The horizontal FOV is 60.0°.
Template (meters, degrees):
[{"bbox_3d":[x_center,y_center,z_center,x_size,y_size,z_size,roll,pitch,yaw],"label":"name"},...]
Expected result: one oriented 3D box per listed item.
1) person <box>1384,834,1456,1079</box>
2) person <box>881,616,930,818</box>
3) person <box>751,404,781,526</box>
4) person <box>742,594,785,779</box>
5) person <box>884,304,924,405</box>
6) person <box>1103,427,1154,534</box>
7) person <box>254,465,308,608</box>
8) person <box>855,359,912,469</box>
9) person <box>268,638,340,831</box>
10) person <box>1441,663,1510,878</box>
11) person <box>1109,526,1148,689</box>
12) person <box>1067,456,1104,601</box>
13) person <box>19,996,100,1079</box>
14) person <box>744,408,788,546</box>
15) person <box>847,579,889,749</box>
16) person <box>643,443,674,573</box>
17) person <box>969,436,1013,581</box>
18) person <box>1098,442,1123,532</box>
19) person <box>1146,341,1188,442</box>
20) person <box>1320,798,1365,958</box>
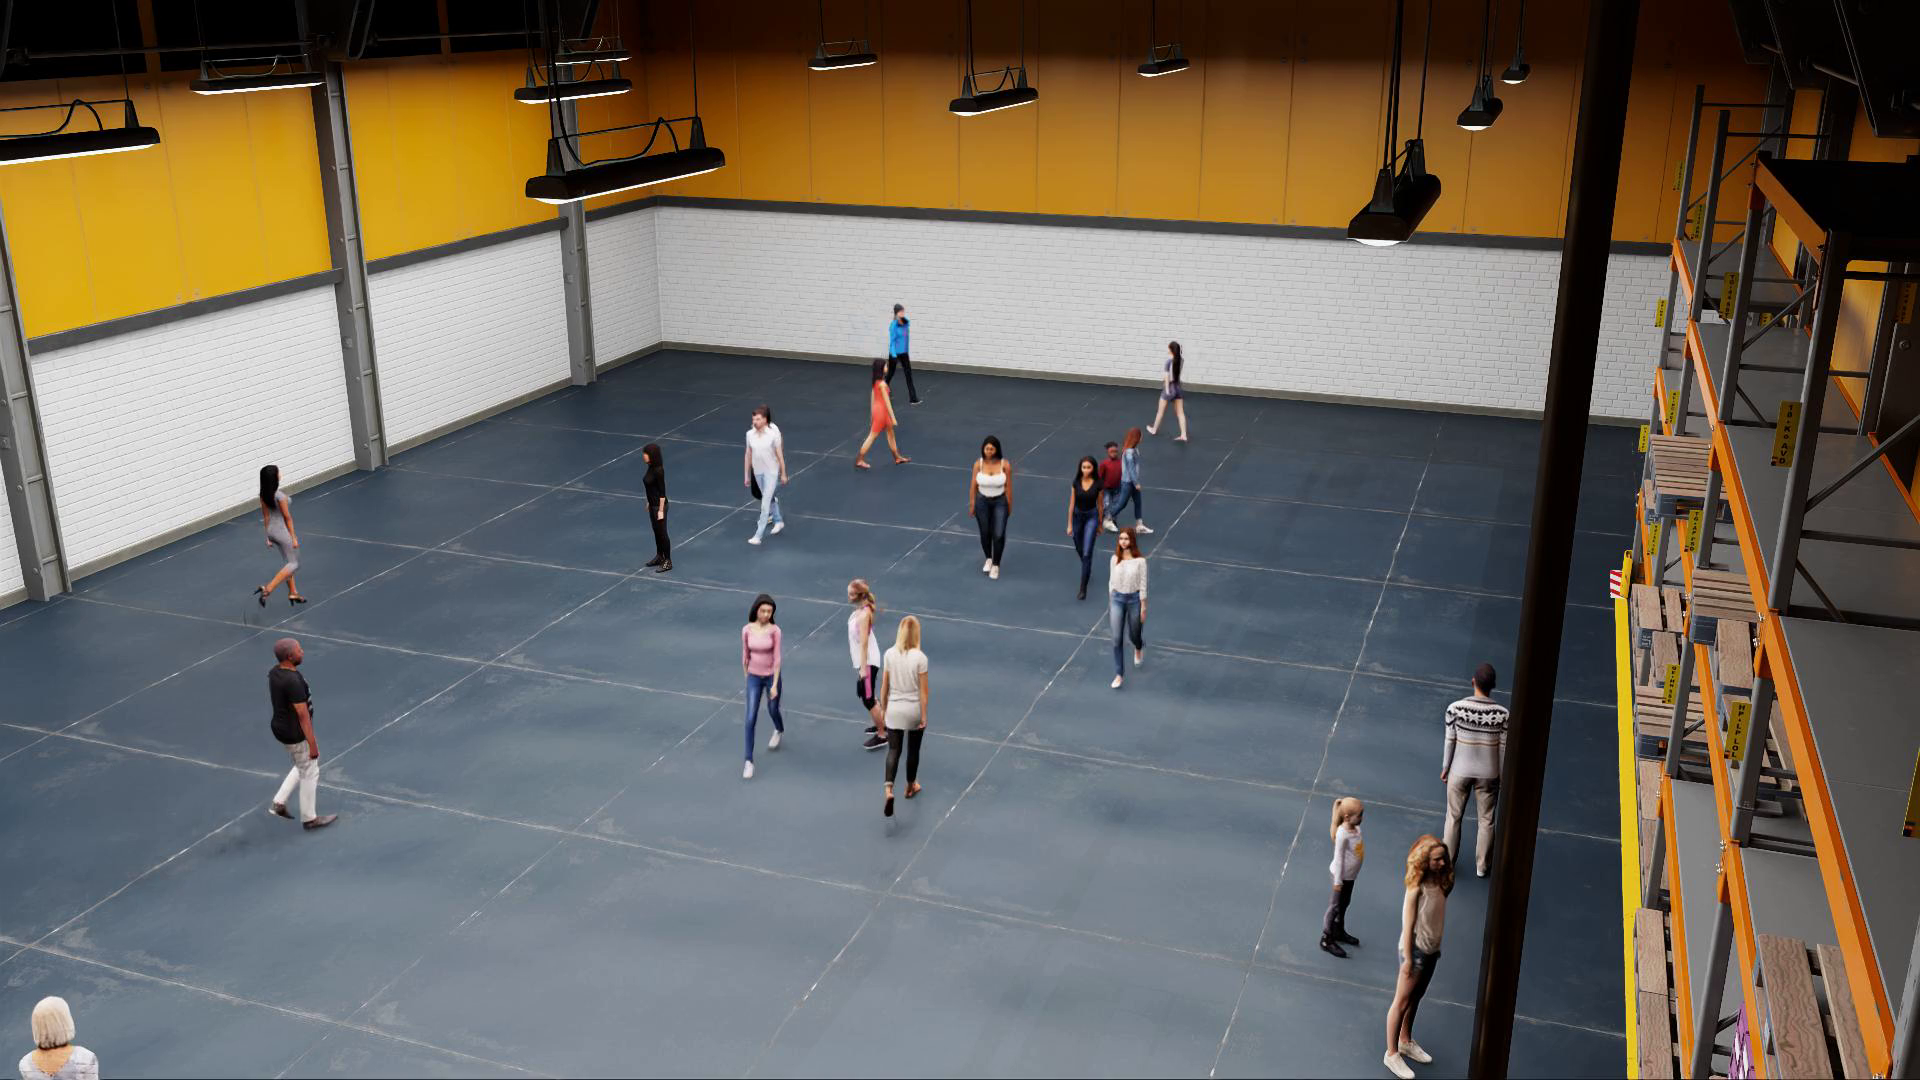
[{"bbox_3d":[3.086,2.778,11.240,0.576,1.759,0.696,-17,25,-41],"label":"person"},{"bbox_3d":[-0.498,1.581,14.729,0.677,1.801,1.096,4,19,12],"label":"person"},{"bbox_3d":[-2.642,-1.054,22.753,0.798,1.674,0.845,15,24,38],"label":"person"},{"bbox_3d":[-1.803,1.307,15.701,0.727,1.700,1.177,3,19,10],"label":"person"},{"bbox_3d":[-1.143,-3.233,29.123,1.226,1.737,1.062,-16,25,-40],"label":"person"},{"bbox_3d":[2.206,-0.783,22.288,0.607,1.458,0.846,7,20,19],"label":"person"},{"bbox_3d":[-8.000,0.013,19.446,0.736,1.762,0.973,12,22,32],"label":"person"},{"bbox_3d":[-1.278,-1.854,25.130,1.126,1.673,1.134,-6,20,-19],"label":"person"},{"bbox_3d":[-5.817,1.710,14.362,0.919,1.790,0.843,-17,25,-41],"label":"person"},{"bbox_3d":[4.237,1.898,13.694,0.702,1.861,0.599,4,19,13],"label":"person"},{"bbox_3d":[1.791,0.673,17.568,0.576,1.710,0.970,7,20,21],"label":"person"},{"bbox_3d":[1.524,-0.199,20.172,0.638,1.700,1.185,5,19,14],"label":"person"},{"bbox_3d":[-5.022,3.422,9.370,0.709,1.733,0.768,-5,19,-16],"label":"person"},{"bbox_3d":[-2.521,-0.858,21.996,0.703,1.786,1.234,8,20,22],"label":"person"},{"bbox_3d":[-0.843,1.191,15.970,0.851,1.749,0.738,1,19,4],"label":"person"},{"bbox_3d":[-3.804,-0.431,20.954,0.685,1.641,0.654,-12,22,-31],"label":"person"},{"bbox_3d":[0.401,-0.442,20.757,0.730,1.788,0.930,4,19,12],"label":"person"},{"bbox_3d":[2.014,-0.739,22.492,0.658,1.244,0.718,-7,20,-21],"label":"person"},{"bbox_3d":[3.485,-2.357,26.723,1.061,1.609,1.029,-13,22,-33],"label":"person"},{"bbox_3d":[2.921,2.544,12.694,0.606,1.275,0.503,14,23,36],"label":"person"}]
